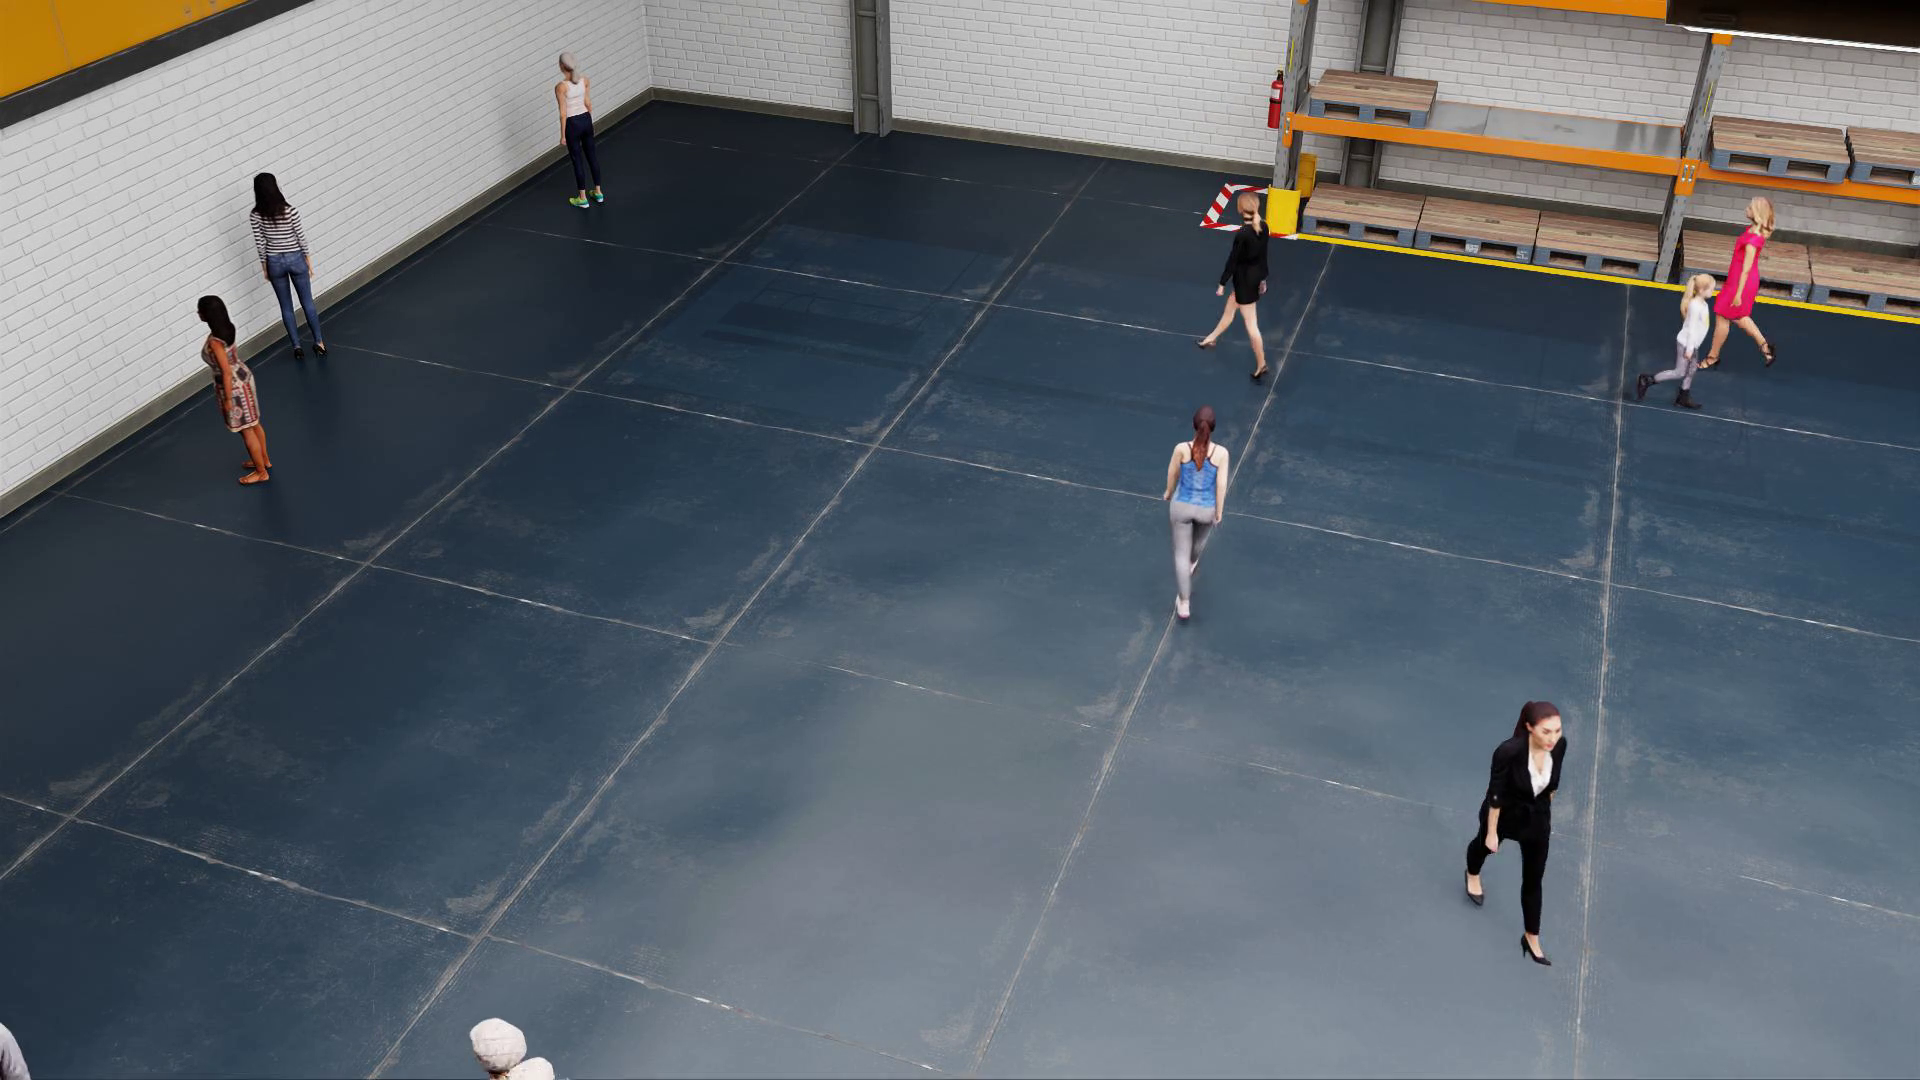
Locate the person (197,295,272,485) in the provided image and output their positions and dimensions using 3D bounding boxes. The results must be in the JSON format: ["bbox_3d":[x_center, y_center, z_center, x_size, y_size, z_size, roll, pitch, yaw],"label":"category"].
[{"bbox_3d":[-5.862,-1.231,13.452,0.709,1.645,0.727,-5,34,-8],"label":"person"}]

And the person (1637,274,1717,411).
[{"bbox_3d":[6.311,-1.733,14.550,0.845,1.264,0.616,20,39,27],"label":"person"}]

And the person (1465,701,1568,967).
[{"bbox_3d":[3.075,1.513,9.348,1.094,1.617,1.013,-5,34,-8],"label":"person"}]

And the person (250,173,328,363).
[{"bbox_3d":[-6.149,-2.478,15.193,0.618,1.794,0.711,-9,35,-13],"label":"person"}]

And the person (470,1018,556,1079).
[{"bbox_3d":[-1.874,2.809,7.292,1.018,1.734,0.771,22,39,29],"label":"person"}]

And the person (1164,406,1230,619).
[{"bbox_3d":[1.672,-0.175,11.933,1.044,1.567,0.839,2,34,3],"label":"person"}]

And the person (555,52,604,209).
[{"bbox_3d":[-4.215,-4.541,18.378,0.650,1.703,0.673,26,42,34],"label":"person"}]

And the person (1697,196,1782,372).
[{"bbox_3d":[7.114,-2.258,14.942,0.951,1.705,0.713,20,39,27],"label":"person"}]

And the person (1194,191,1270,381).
[{"bbox_3d":[2.609,-2.220,14.877,0.924,1.714,1.202,-29,43,-36],"label":"person"}]
